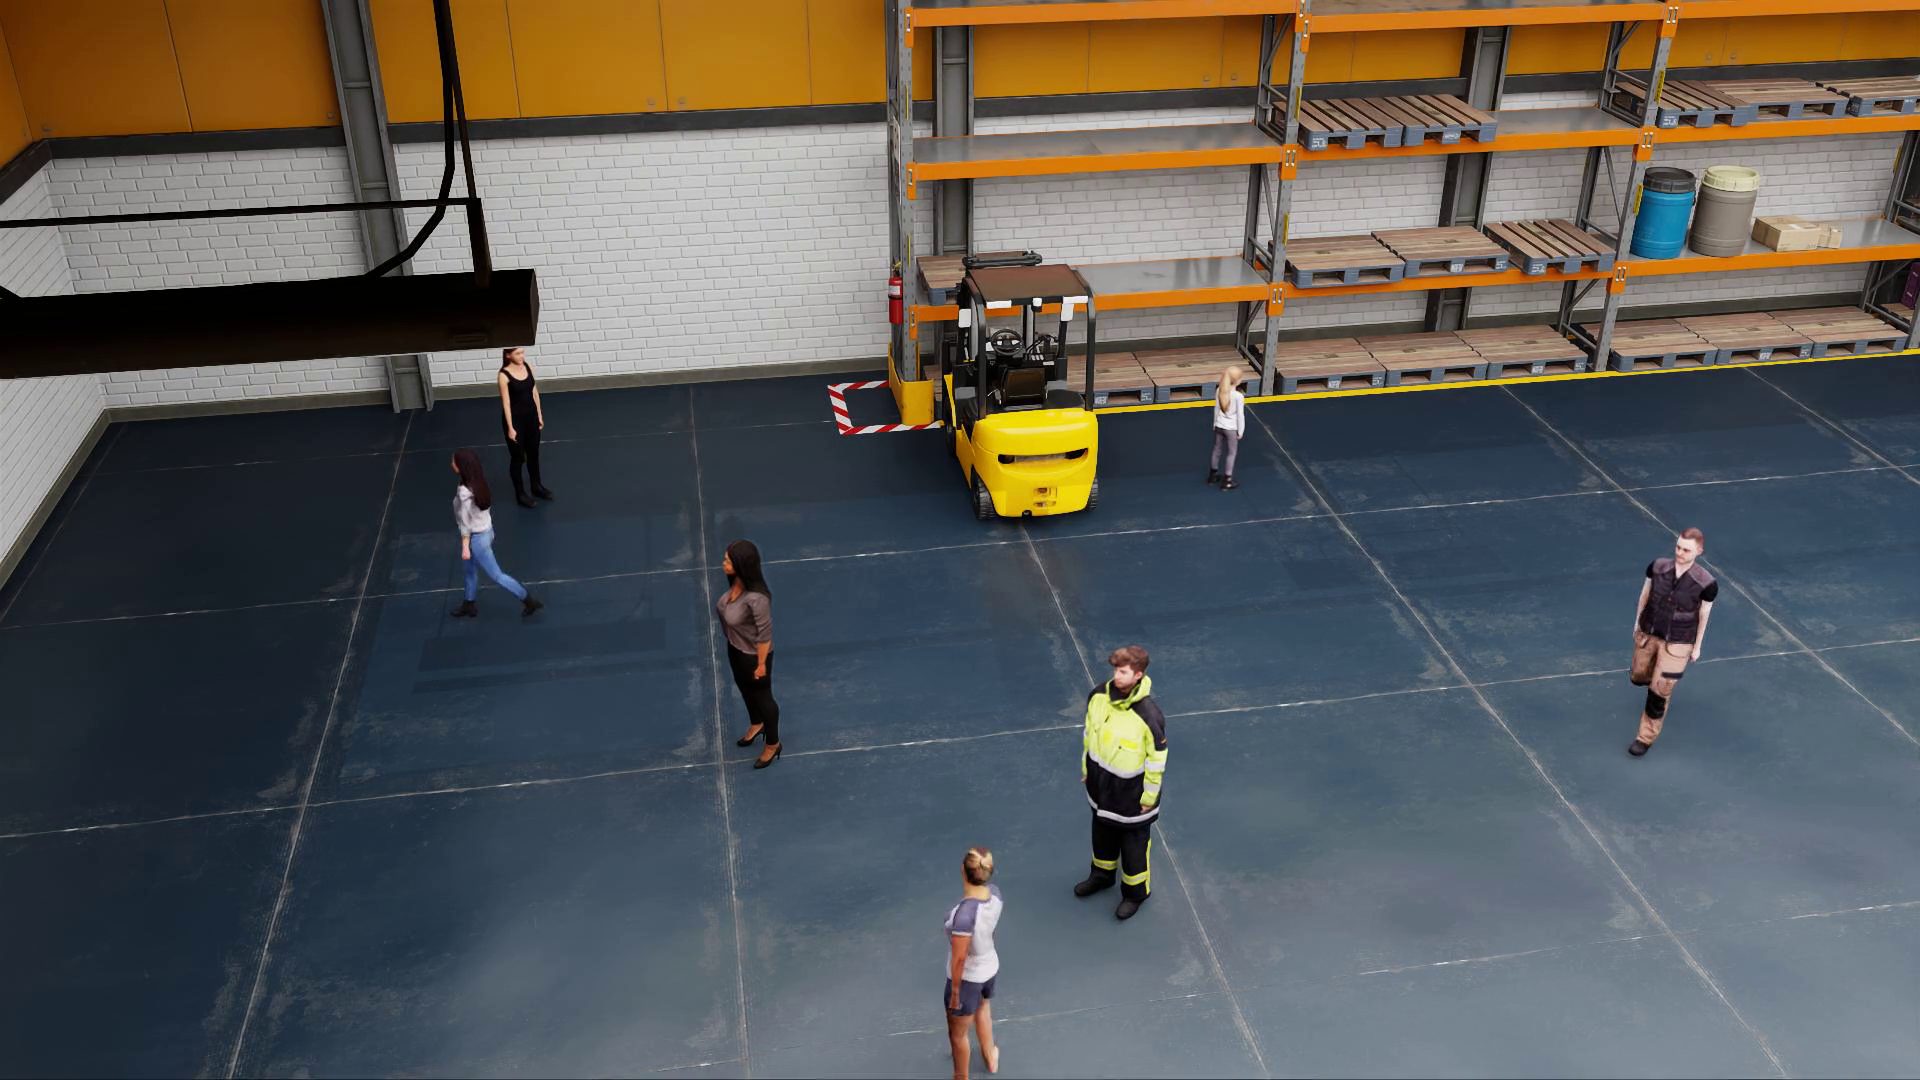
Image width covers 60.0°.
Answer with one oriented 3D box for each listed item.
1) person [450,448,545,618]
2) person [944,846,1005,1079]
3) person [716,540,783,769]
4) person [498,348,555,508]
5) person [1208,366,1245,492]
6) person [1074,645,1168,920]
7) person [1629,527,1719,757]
[{"bbox_3d":[-3.930,-0.006,13.879,1.088,1.599,0.709,-1,29,-1],"label":"person"},{"bbox_3d":[0.067,2.442,9.363,0.741,1.625,0.700,10,30,18],"label":"person"},{"bbox_3d":[-1.514,0.815,12.120,0.698,1.840,0.721,-14,32,-24],"label":"person"},{"bbox_3d":[-4.184,-1.135,15.854,0.728,1.689,0.671,18,33,29],"label":"person"},{"bbox_3d":[2.596,-1.097,16.214,0.584,1.277,0.630,25,37,38],"label":"person"},{"bbox_3d":[1.049,1.522,10.677,0.869,1.983,0.888,24,37,37],"label":"person"},{"bbox_3d":[5.300,0.694,12.365,1.146,1.819,1.007,-25,37,-37],"label":"person"}]
